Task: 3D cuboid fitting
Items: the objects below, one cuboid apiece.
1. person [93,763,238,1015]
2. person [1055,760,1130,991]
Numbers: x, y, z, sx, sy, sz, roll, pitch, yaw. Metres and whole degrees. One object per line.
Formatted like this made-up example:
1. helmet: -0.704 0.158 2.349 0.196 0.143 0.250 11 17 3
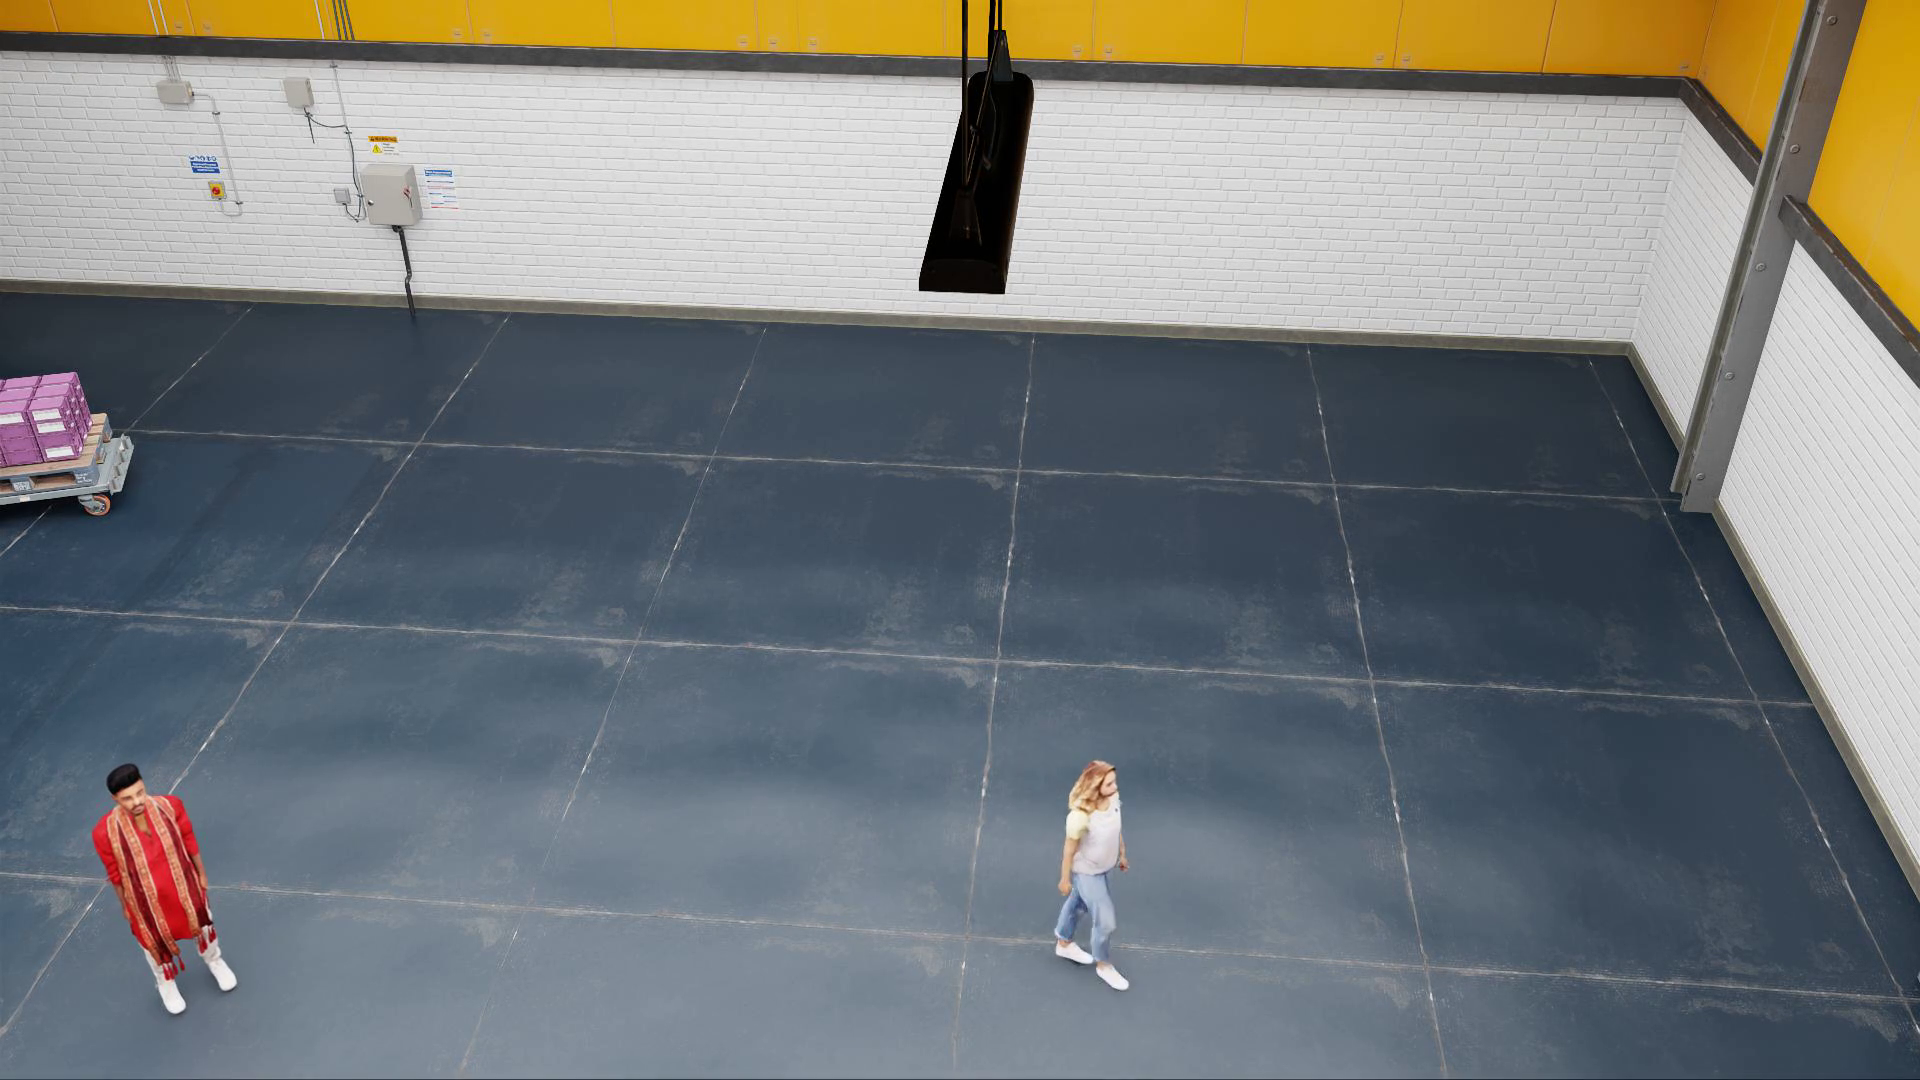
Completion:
1. person: -4.911 2.087 10.176 0.772 1.877 0.816 -22 39 -29
2. person: 0.748 2.023 10.428 0.911 1.704 0.894 21 39 28
